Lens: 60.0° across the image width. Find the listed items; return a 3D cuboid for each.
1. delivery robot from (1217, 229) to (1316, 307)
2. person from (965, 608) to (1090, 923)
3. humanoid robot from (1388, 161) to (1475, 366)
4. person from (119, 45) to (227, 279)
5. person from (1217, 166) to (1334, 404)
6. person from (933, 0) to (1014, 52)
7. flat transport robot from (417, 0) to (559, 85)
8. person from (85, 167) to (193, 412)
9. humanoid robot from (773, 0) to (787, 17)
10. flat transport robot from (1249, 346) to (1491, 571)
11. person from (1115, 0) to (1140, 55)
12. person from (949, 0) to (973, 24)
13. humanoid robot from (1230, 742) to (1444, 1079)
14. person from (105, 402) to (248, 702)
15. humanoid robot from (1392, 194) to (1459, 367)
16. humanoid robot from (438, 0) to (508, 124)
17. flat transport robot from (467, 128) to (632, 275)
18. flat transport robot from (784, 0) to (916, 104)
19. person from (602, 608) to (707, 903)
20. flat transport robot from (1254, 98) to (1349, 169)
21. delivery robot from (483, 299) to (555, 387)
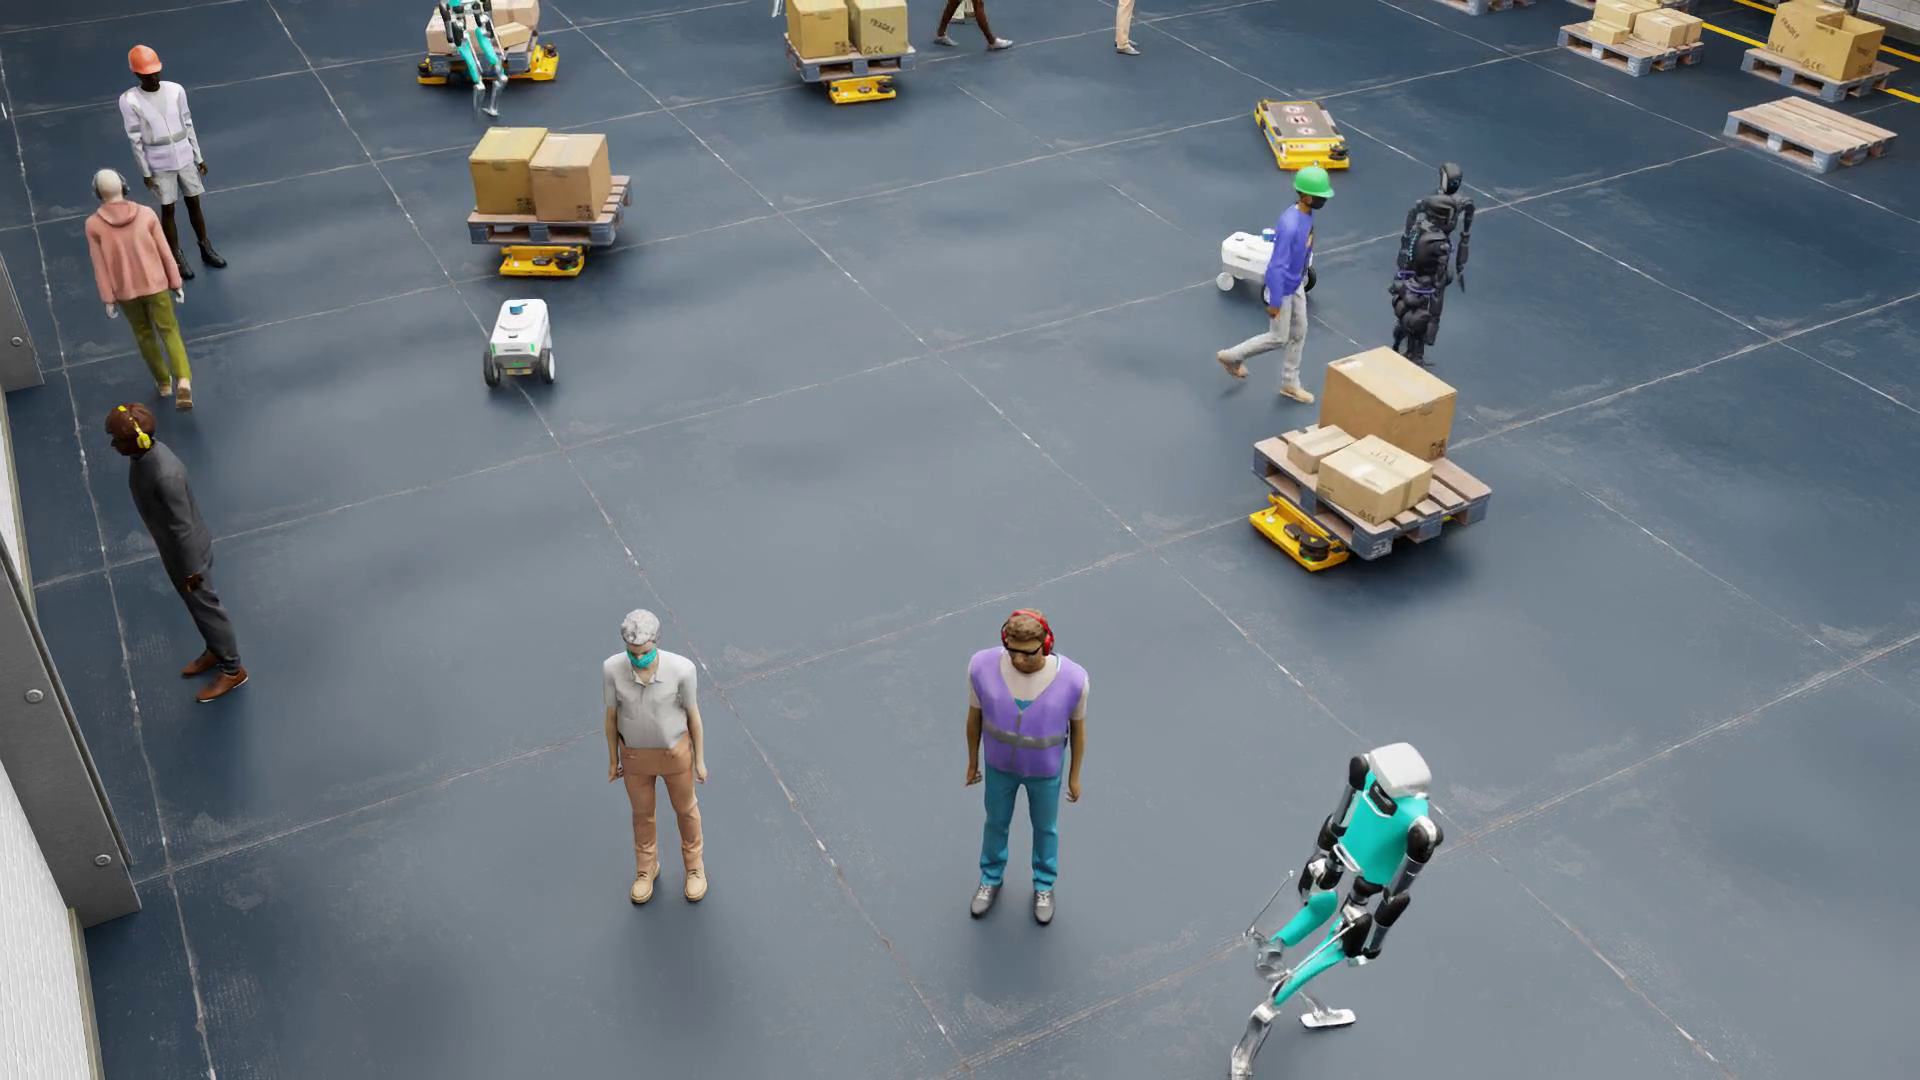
[{"bbox_3d":[2.531,-2.261,13.693,0.774,0.592,0.499,23,41,29],"label":"delivery robot"},{"bbox_3d":[0.310,1.048,7.845,0.562,1.845,0.389,7,36,10],"label":"person"},{"bbox_3d":[3.491,-2.032,12.404,0.585,1.644,0.336,-8,36,-11],"label":"humanoid robot"},{"bbox_3d":[-6.504,-3.124,13.721,0.360,1.939,0.542,28,44,34],"label":"person"},{"bbox_3d":[2.299,-1.856,12.000,0.673,1.846,0.505,20,40,26],"label":"person"},{"bbox_3d":[0.117,-6.363,18.402,0.941,1.871,0.571,8,36,11],"label":"person"},{"bbox_3d":[-5.133,-5.183,18.116,1.431,0.231,0.659,-3,35,-5],"label":"flat transport robot"},{"bbox_3d":[-5.849,-1.768,11.905,0.543,1.811,0.749,-16,38,-22],"label":"person"},{"bbox_3d":[-2.008,-6.997,19.439,0.543,1.812,0.668,18,39,24],"label":"humanoid robot"},{"bbox_3d":[2.693,-0.214,11.022,1.431,0.231,0.659,-18,39,-23],"label":"flat transport robot"},{"bbox_3d":[1.913,-6.244,18.405,0.381,1.673,0.475,1,35,2],"label":"person"},{"bbox_3d":[-0.007,-6.908,19.208,0.378,1.839,0.565,18,39,24],"label":"person"},{"bbox_3d":[1.434,1.649,7.109,0.987,1.751,0.610,-14,37,-19],"label":"humanoid robot"},{"bbox_3d":[-4.348,0.051,9.251,0.367,1.869,0.493,-26,42,-32],"label":"person"},{"bbox_3d":[3.274,-1.708,11.937,0.462,1.645,0.611,-6,35,-8],"label":"humanoid robot"},{"bbox_3d":[-4.804,-4.987,16.593,0.535,1.841,0.658,-25,42,-31],"label":"humanoid robot"},{"bbox_3d":[-3.538,-2.696,14.565,0.659,0.231,1.431,1,35,1],"label":"flat transport robot"},{"bbox_3d":[-1.192,-5.047,17.922,0.659,0.231,1.431,-10,36,-14],"label":"flat transport robot"},{"bbox_3d":[-1.455,1.034,7.958,0.471,1.739,0.321,-1,35,-1],"label":"person"},{"bbox_3d":[3.370,-4.028,16.467,0.659,0.231,1.431,-1,35,-2],"label":"flat transport robot"},{"bbox_3d":[-3.339,-1.519,12.645,0.499,0.606,0.807,-2,35,-3],"label":"delivery robot"}]
